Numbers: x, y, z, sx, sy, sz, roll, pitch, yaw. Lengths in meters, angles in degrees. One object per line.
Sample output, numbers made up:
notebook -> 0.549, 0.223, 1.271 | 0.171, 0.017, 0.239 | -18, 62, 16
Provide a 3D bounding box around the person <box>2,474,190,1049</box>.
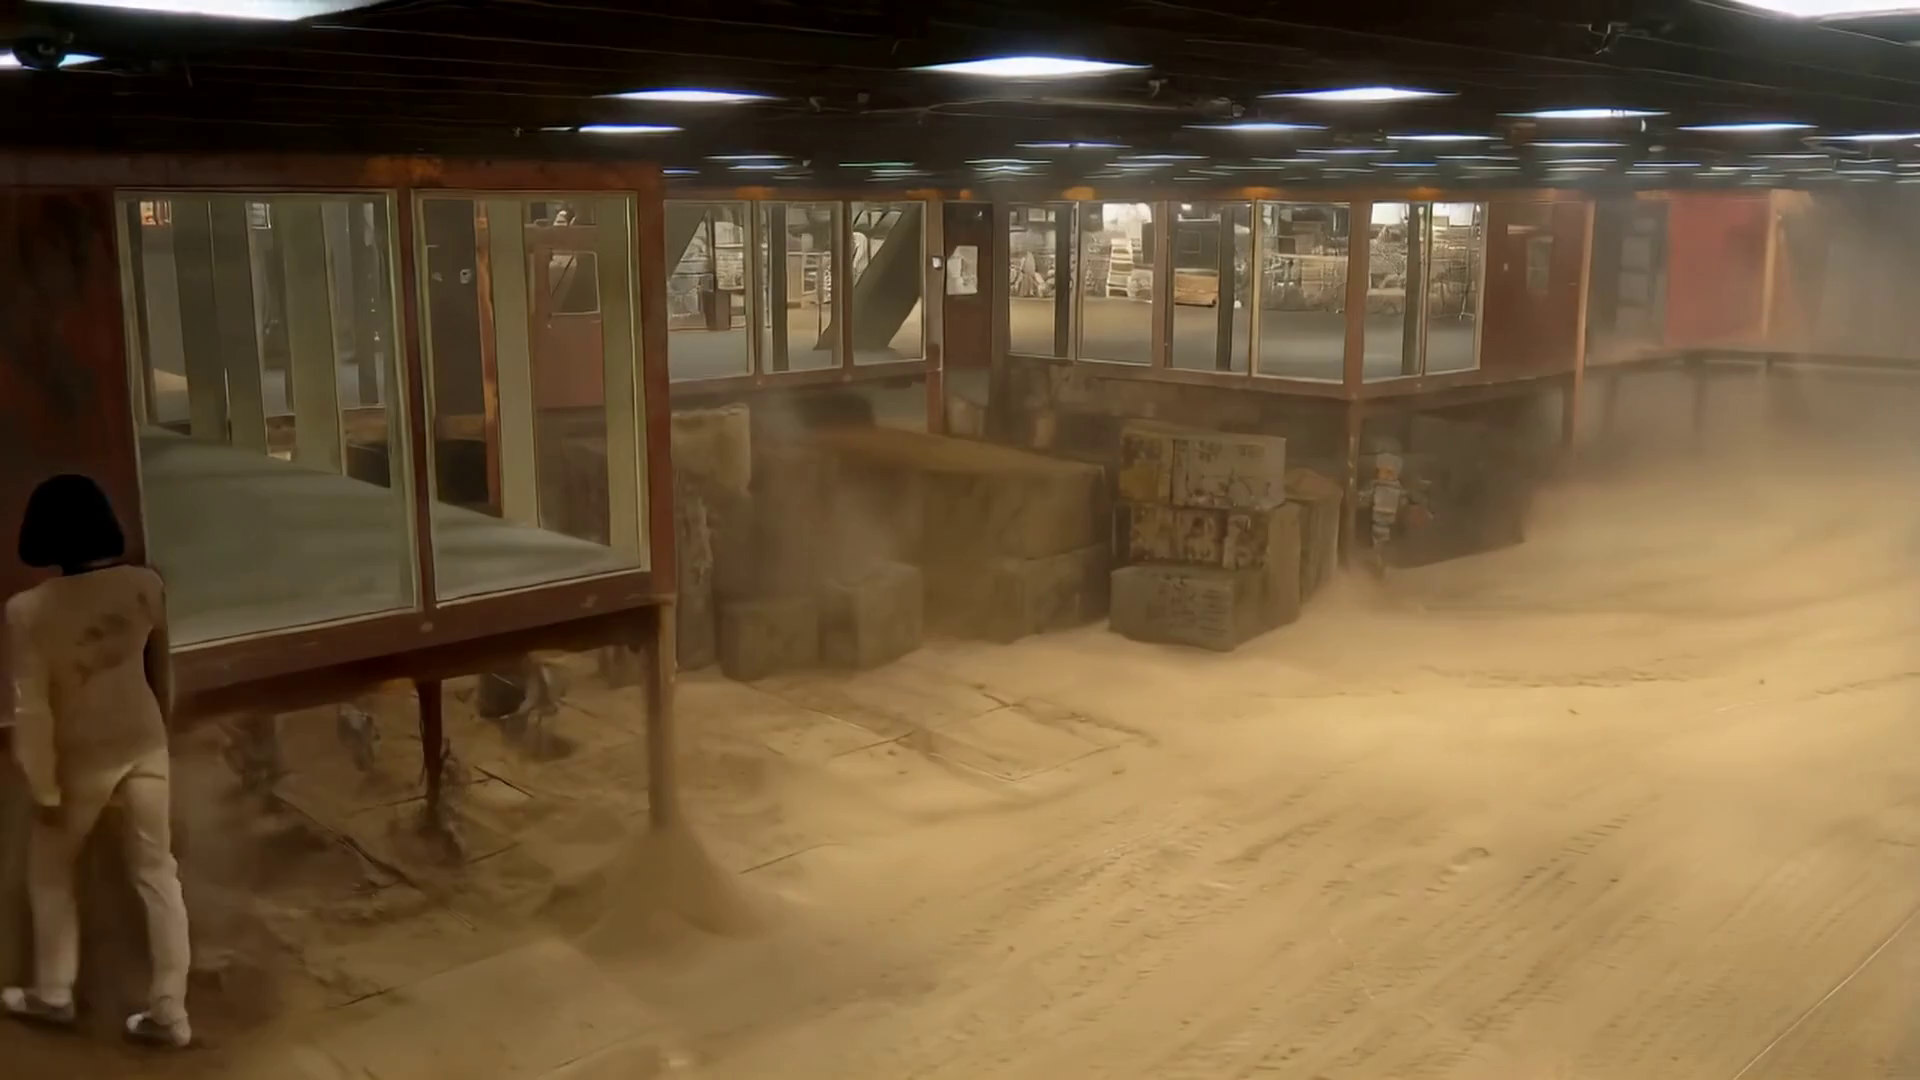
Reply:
person -> -2.459, 0.610, 4.652 | 0.752, 1.599, 0.517 | 6, 13, 28
